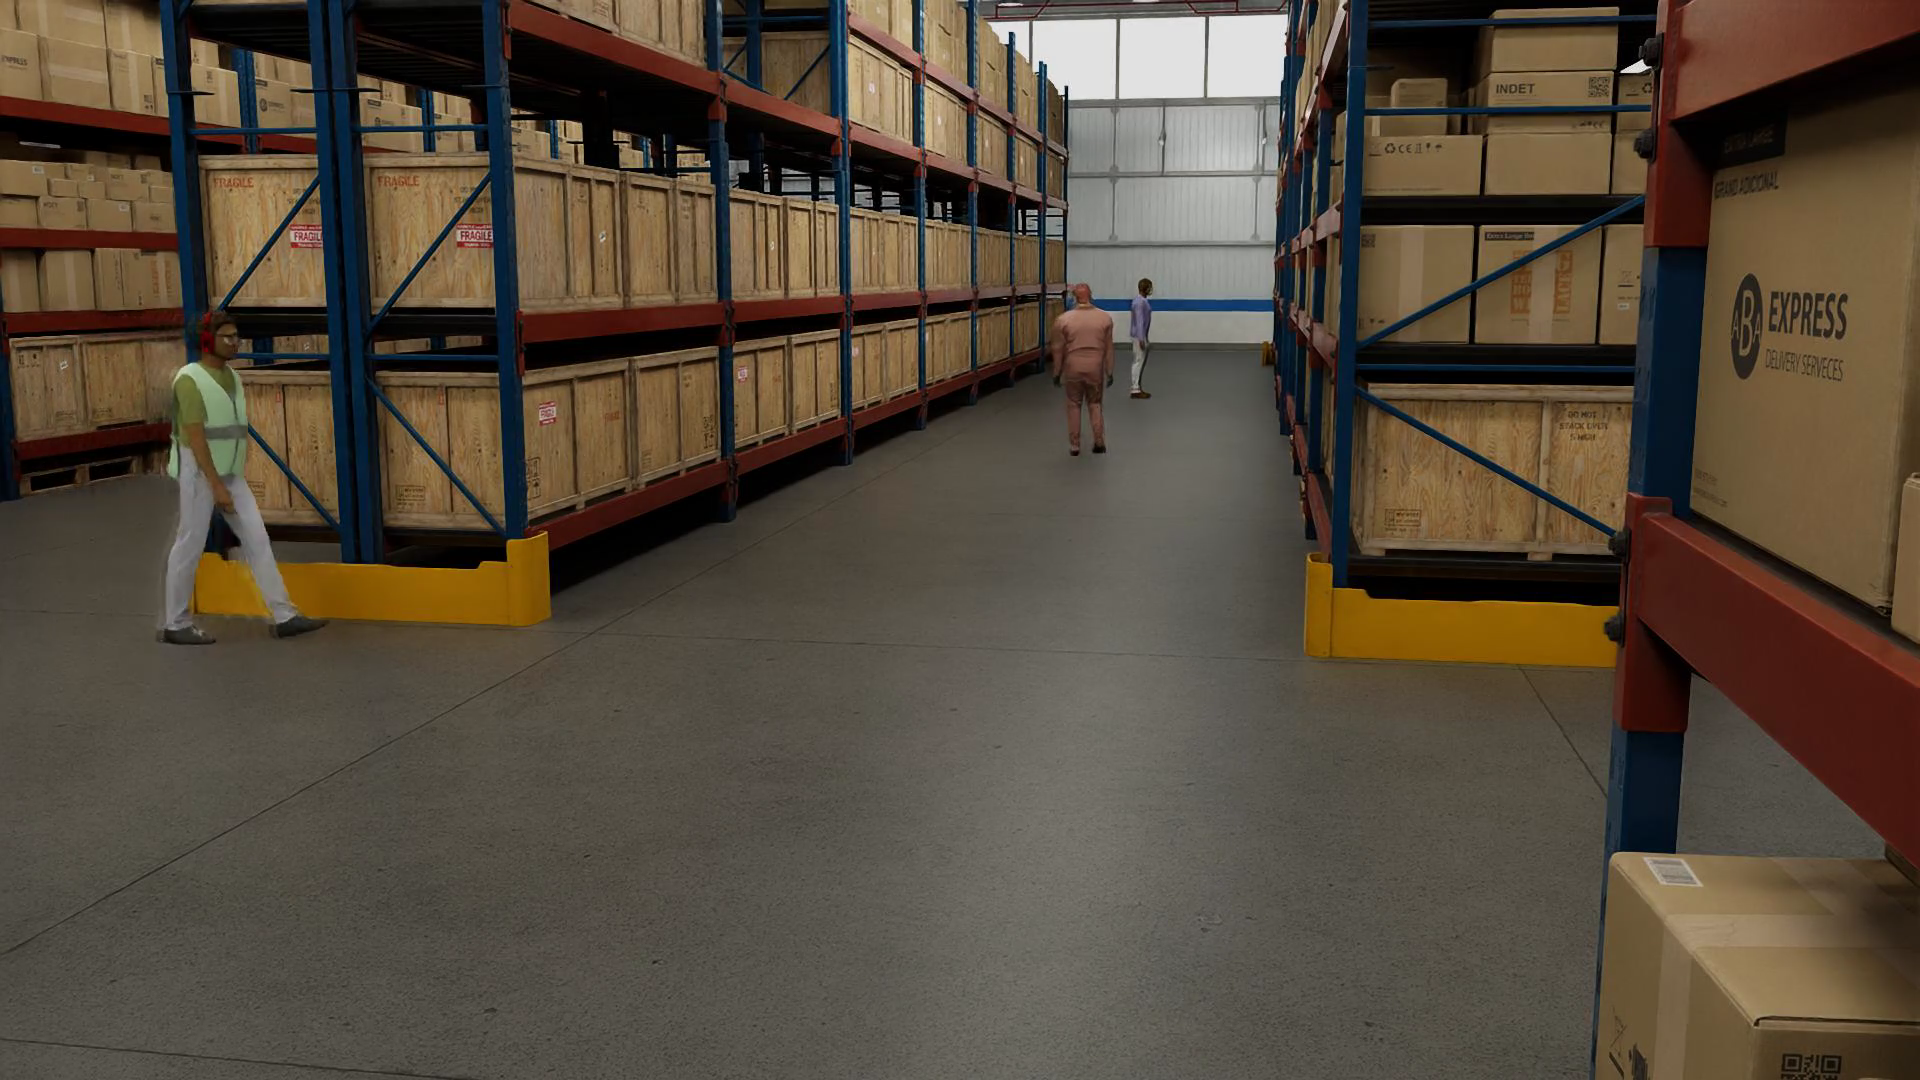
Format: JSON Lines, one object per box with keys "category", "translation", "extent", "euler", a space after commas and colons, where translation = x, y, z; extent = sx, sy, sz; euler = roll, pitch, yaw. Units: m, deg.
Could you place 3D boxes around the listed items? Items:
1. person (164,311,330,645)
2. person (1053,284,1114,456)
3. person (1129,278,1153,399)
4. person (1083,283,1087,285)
{"category": "person", "translation": [-3.932, -0.317, 8.960], "extent": [0.929, 1.804, 0.567], "euler": [1, 9, 8]}
{"category": "person", "translation": [1.352, -1.870, 18.337], "extent": [0.652, 1.897, 0.472], "euler": [-1, 9, -7]}
{"category": "person", "translation": [2.900, -3.225, 26.654], "extent": [0.363, 1.931, 0.634], "euler": [2, 9, 11]}
{"category": "person", "translation": [3.005, -5.497, 41.306], "extent": [0.433, 1.737, 0.588], "euler": [1, 9, 4]}
